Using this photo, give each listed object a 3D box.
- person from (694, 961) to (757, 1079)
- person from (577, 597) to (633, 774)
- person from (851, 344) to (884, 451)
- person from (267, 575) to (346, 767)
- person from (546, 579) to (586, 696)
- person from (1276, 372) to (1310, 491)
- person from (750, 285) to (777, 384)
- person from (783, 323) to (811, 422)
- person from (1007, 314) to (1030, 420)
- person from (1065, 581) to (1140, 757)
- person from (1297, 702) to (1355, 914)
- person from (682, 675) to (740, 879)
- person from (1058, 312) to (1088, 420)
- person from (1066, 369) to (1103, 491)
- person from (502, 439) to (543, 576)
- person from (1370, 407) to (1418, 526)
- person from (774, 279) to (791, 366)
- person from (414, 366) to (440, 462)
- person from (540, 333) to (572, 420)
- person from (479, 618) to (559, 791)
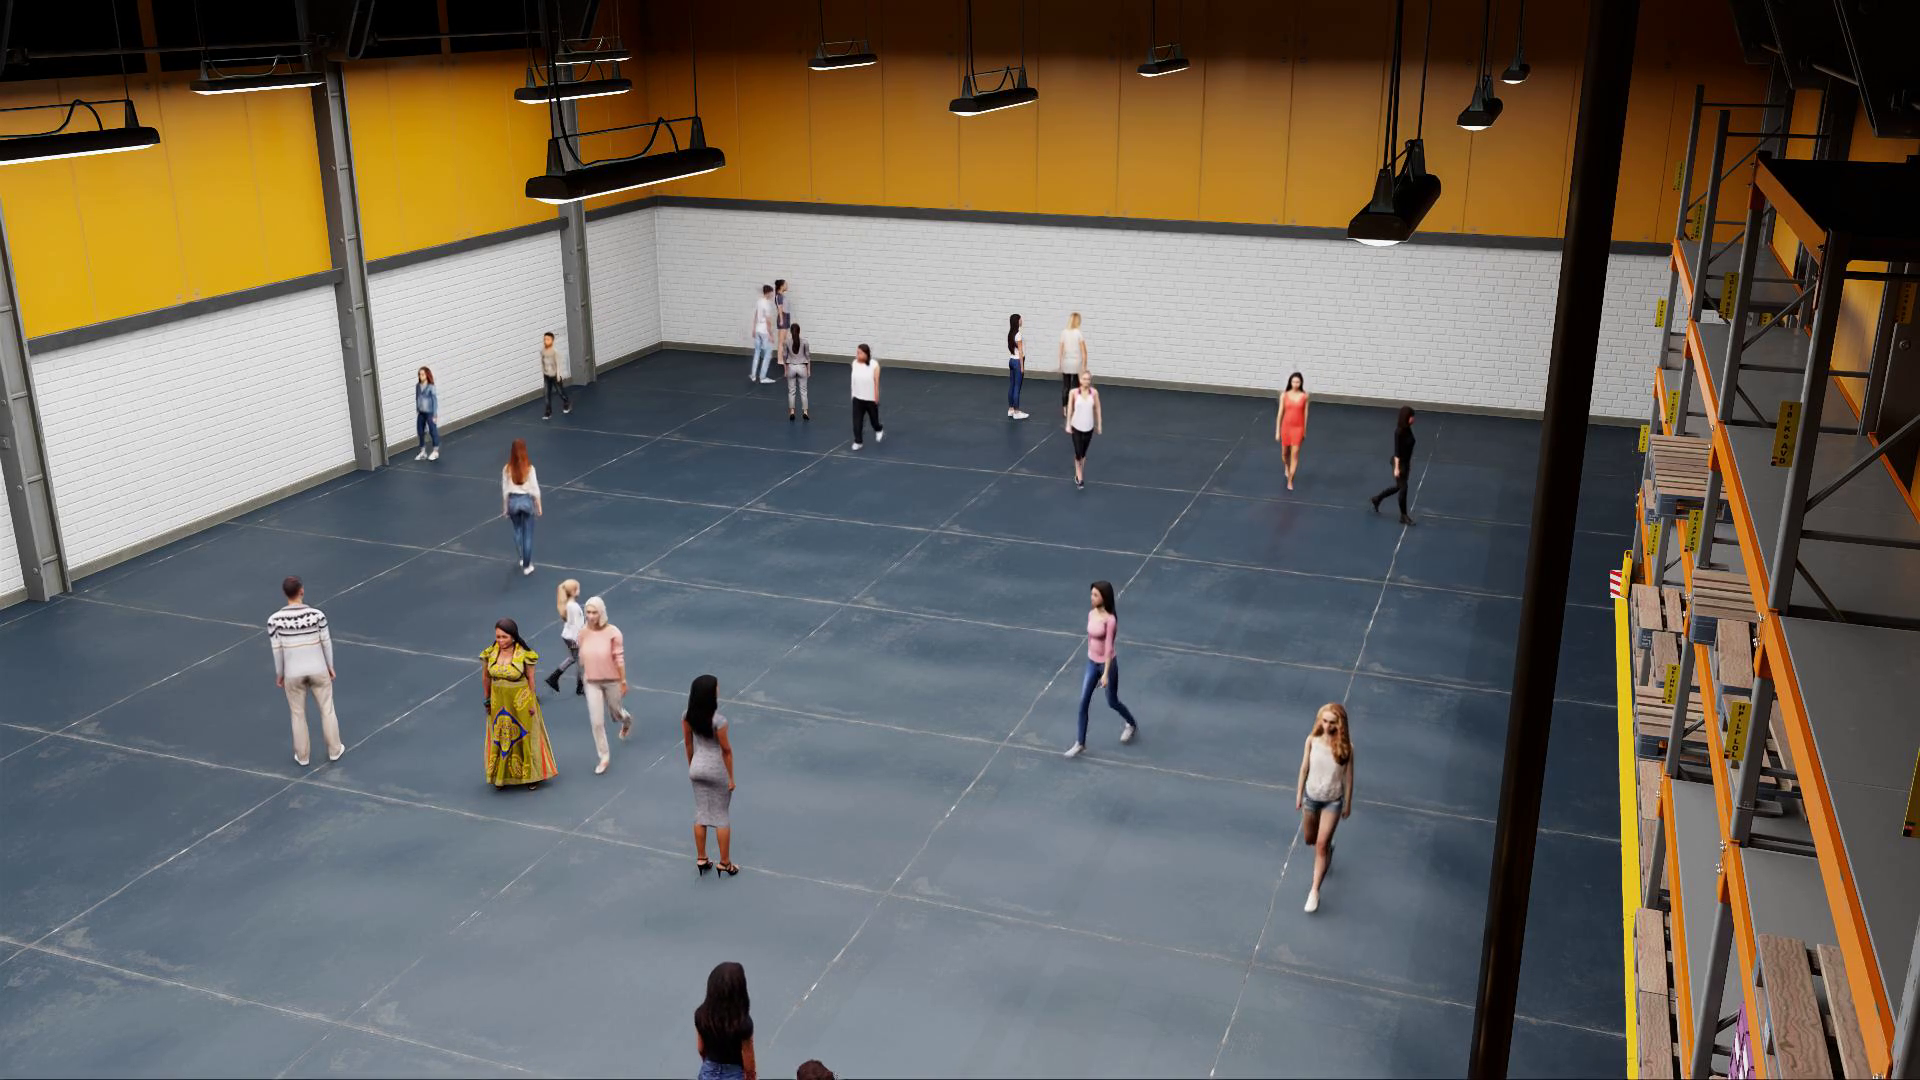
[{"bbox_3d":[-1.397,3.318,9.710,0.638,1.712,0.931,4,19,11],"label":"person"},{"bbox_3d":[-3.340,1.309,15.695,0.752,1.701,1.049,3,19,8],"label":"person"},{"bbox_3d":[-1.476,-2.296,26.456,0.690,1.664,1.010,8,20,23],"label":"person"},{"bbox_3d":[-6.172,1.229,15.681,0.764,1.860,0.804,-7,20,-19],"label":"person"},{"bbox_3d":[-4.064,1.028,17.210,0.816,1.266,0.725,-12,22,-31],"label":"person"},{"bbox_3d":[4.878,-1.622,24.409,0.725,1.694,1.122,3,19,10],"label":"person"},{"bbox_3d":[-3.675,-3.804,30.683,0.928,1.825,0.903,18,25,42],"label":"person"},{"bbox_3d":[-2.749,-2.836,28.037,0.694,1.678,0.700,0,19,1],"label":"person"},{"bbox_3d":[0.952,-2.960,28.254,0.726,1.775,0.651,-7,20,-19],"label":"person"},{"bbox_3d":[1.434,1.221,15.941,1.174,1.710,0.986,-13,23,-35],"label":"person"},{"bbox_3d":[2.940,2.076,13.359,0.657,1.737,1.013,9,21,25],"label":"person"},{"bbox_3d":[-2.055,1.946,13.677,0.597,1.780,0.533,8,20,24],"label":"person"},{"bbox_3d":[1.885,-2.943,28.133,0.632,1.820,0.506,8,20,23],"label":"person"},{"bbox_3d":[1.780,-1.641,24.367,0.929,1.757,1.114,-2,19,-6],"label":"person"},{"bbox_3d":[-5.484,-0.390,20.714,0.708,1.717,0.749,1,19,1],"label":"person"},{"bbox_3d":[5.978,-1.034,22.773,0.821,1.623,0.972,13,23,34],"label":"person"},{"bbox_3d":[-3.450,-4.236,32.241,0.715,1.649,0.571,0,19,0],"label":"person"},{"bbox_3d":[-8.224,-1.983,25.826,0.603,1.473,0.642,8,20,22],"label":"person"},{"bbox_3d":[-6.904,-2.812,28.339,0.595,1.441,0.993,5,19,14],"label":"person"},{"bbox_3d":[-4.102,1.488,15.225,0.971,1.660,0.945,-1,19,-2],"label":"person"}]
